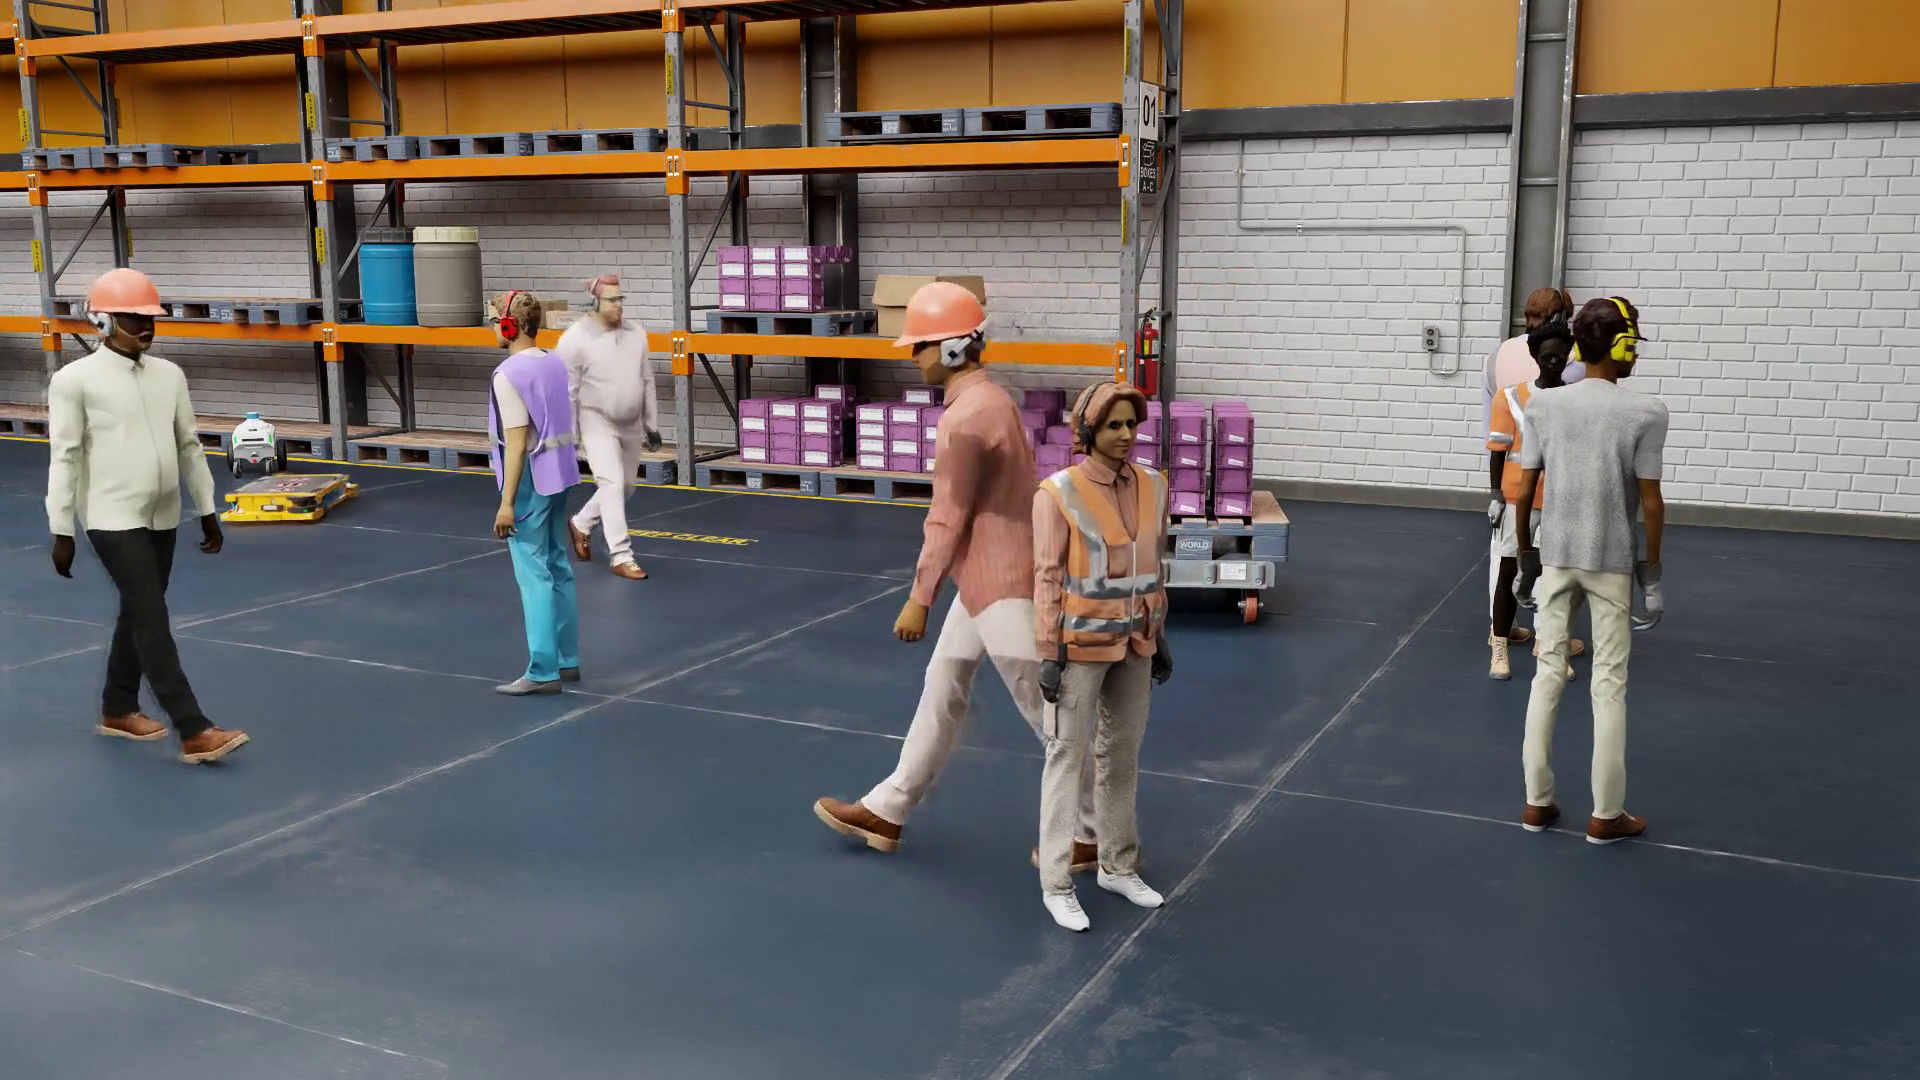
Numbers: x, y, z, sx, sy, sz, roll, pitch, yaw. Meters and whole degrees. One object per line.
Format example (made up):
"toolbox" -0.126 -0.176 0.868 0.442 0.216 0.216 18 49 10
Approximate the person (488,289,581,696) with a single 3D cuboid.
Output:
"person" -1.927 -0.209 7.567 0.374 1.843 0.569 2 10 10

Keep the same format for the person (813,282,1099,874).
"person" 0.045 0.143 5.362 1.105 1.914 0.594 1 10 7

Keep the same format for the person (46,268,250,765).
"person" -3.215 -0.093 6.628 0.934 1.945 0.640 4 11 20

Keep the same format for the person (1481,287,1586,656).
"person" 2.903 -0.339 8.338 0.429 1.839 0.623 -6 11 -30

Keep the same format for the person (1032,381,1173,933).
"person" 0.429 0.340 5.015 0.523 1.639 0.306 -7 12 -36

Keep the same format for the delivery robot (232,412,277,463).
"delivery robot" -6.367 -0.911 15.010 0.477 0.478 0.707 -4 11 -20

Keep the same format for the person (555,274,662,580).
"person" -2.229 -0.720 10.404 0.843 1.881 0.644 8 13 39

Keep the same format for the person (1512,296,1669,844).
"person" 2.158 0.105 5.717 0.516 1.865 0.325 9 13 40

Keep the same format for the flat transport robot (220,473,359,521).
"flat transport robot" -5.151 -0.343 12.839 0.652 0.197 1.431 -1 10 -7

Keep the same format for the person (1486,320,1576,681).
"person" 2.736 -0.179 7.821 0.536 1.697 0.318 1 10 3
